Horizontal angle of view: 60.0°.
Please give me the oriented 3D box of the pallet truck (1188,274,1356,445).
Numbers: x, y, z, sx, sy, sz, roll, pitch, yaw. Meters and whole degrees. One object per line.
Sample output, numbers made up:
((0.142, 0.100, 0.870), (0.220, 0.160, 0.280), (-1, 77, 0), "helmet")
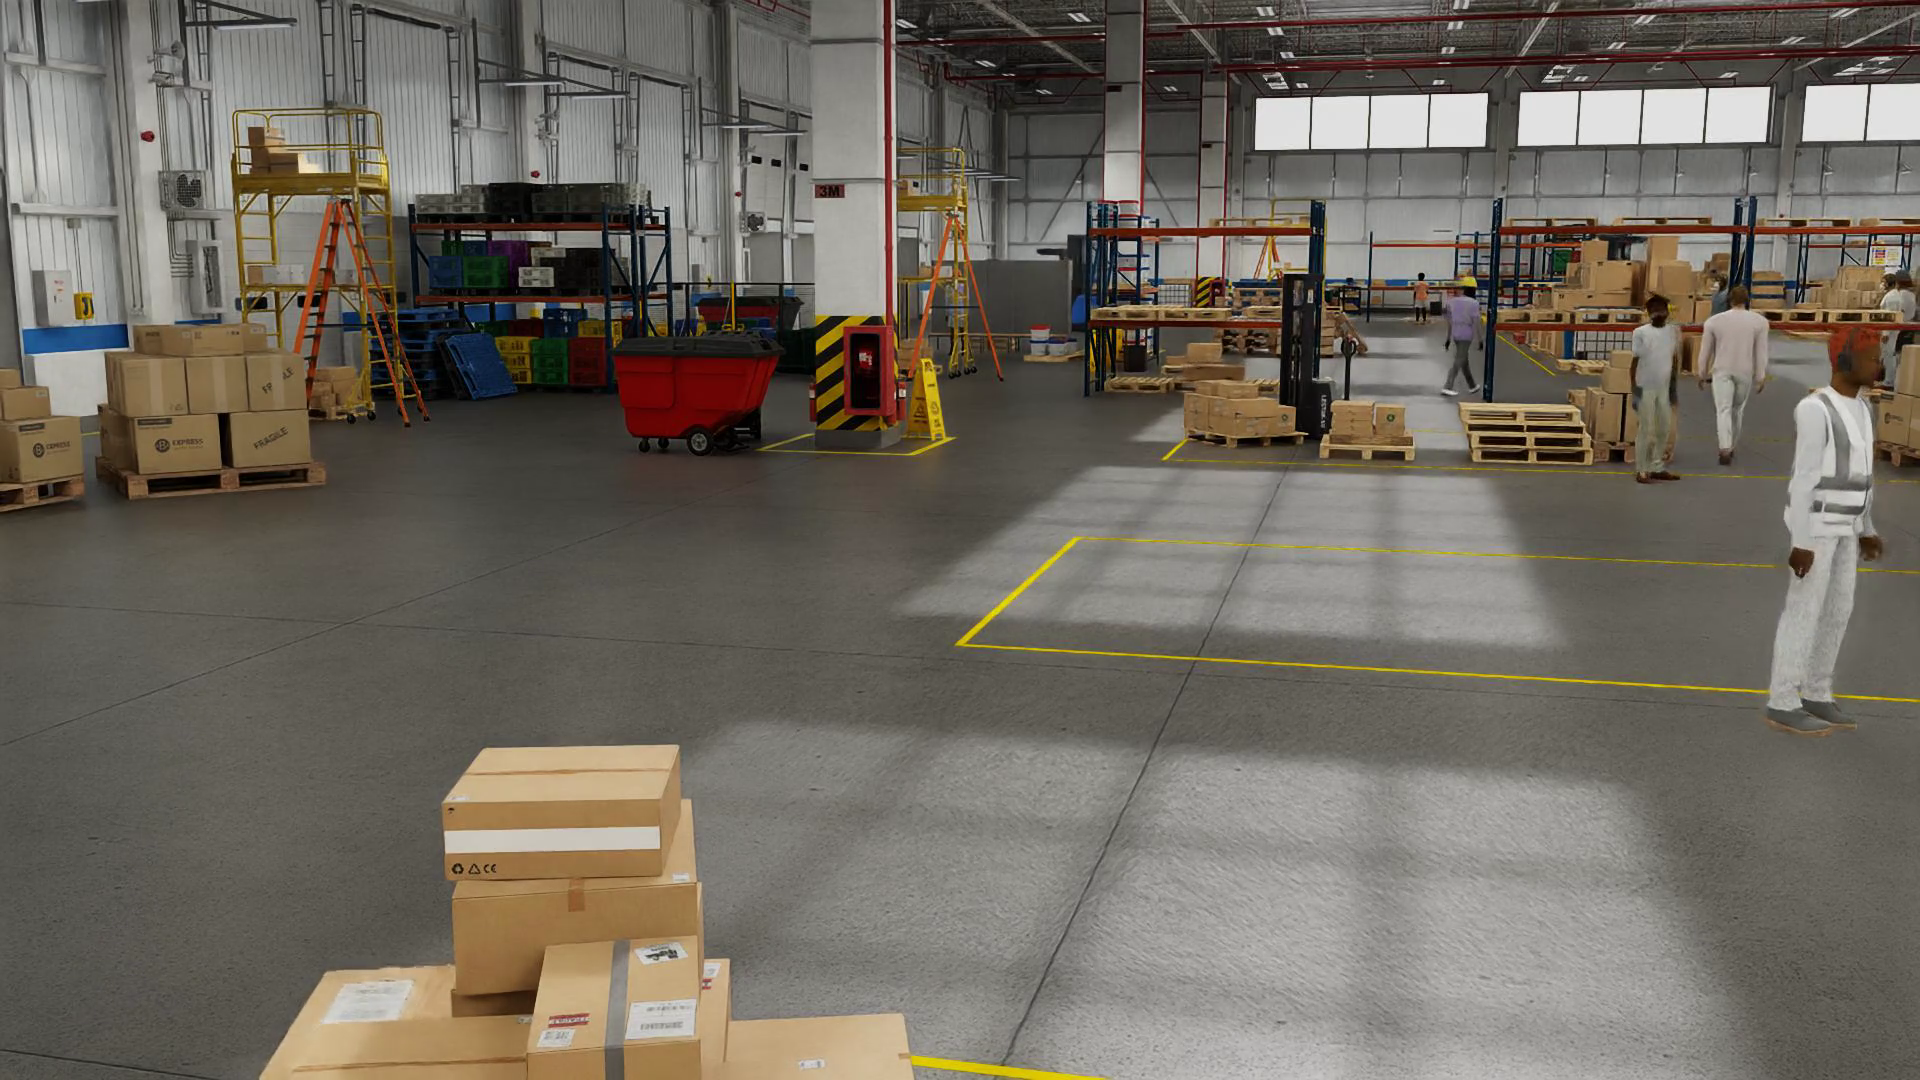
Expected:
((3.653, -2.138, 19.590), (1.885, 1.965, 0.823), (-4, 10, -20), "pallet truck")

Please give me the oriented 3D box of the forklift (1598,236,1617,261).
((20.025, -8.015, 51.594), (1.873, 2.768, 1.129), (7, 12, 35), "forklift")

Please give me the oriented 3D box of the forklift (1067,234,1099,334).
((3.295, -7.323, 47.520), (1.873, 2.768, 1.129), (2, 10, 14), "forklift")

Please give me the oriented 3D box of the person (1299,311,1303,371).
((6.681, -4.094, 31.876), (0.320, 1.739, 0.485), (7, 12, 36), "person")

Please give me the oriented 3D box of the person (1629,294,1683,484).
((6.727, -1.443, 15.993), (0.669, 1.830, 0.440), (-2, 10, -11), "person")

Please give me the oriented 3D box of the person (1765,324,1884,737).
((3.994, -0.050, 7.660), (0.577, 1.884, 0.348), (-8, 13, -41), "person")

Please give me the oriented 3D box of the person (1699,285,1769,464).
((8.209, -1.761, 17.682), (0.644, 1.900, 0.999), (3, 10, 18), "person")

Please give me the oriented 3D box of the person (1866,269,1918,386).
((15.800, -3.557, 27.815), (1.022, 2.000, 0.684), (6, 11, 31), "person")

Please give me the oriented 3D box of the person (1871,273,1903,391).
((15.167, -3.387, 27.156), (0.370, 1.932, 0.624), (6, 11, 30), "person")

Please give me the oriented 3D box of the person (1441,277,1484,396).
((8.005, -3.221, 26.343), (1.013, 1.871, 0.615), (-5, 11, -27), "person")

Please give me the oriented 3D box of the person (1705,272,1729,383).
((13.121, -3.640, 28.662), (0.362, 1.929, 0.628), (-1, 10, -7), "person")

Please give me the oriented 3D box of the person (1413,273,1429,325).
((14.963, -7.827, 53.996), (0.530, 1.689, 0.322), (-2, 10, -11), "person")

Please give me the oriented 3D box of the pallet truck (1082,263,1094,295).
((4.325, -8.180, 55.162), (0.823, 1.965, 1.885), (6, 11, 31), "pallet truck")

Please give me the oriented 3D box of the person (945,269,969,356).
((-0.065, -5.063, 36.977), (0.545, 1.942, 0.354), (-1, 10, -7), "person")
